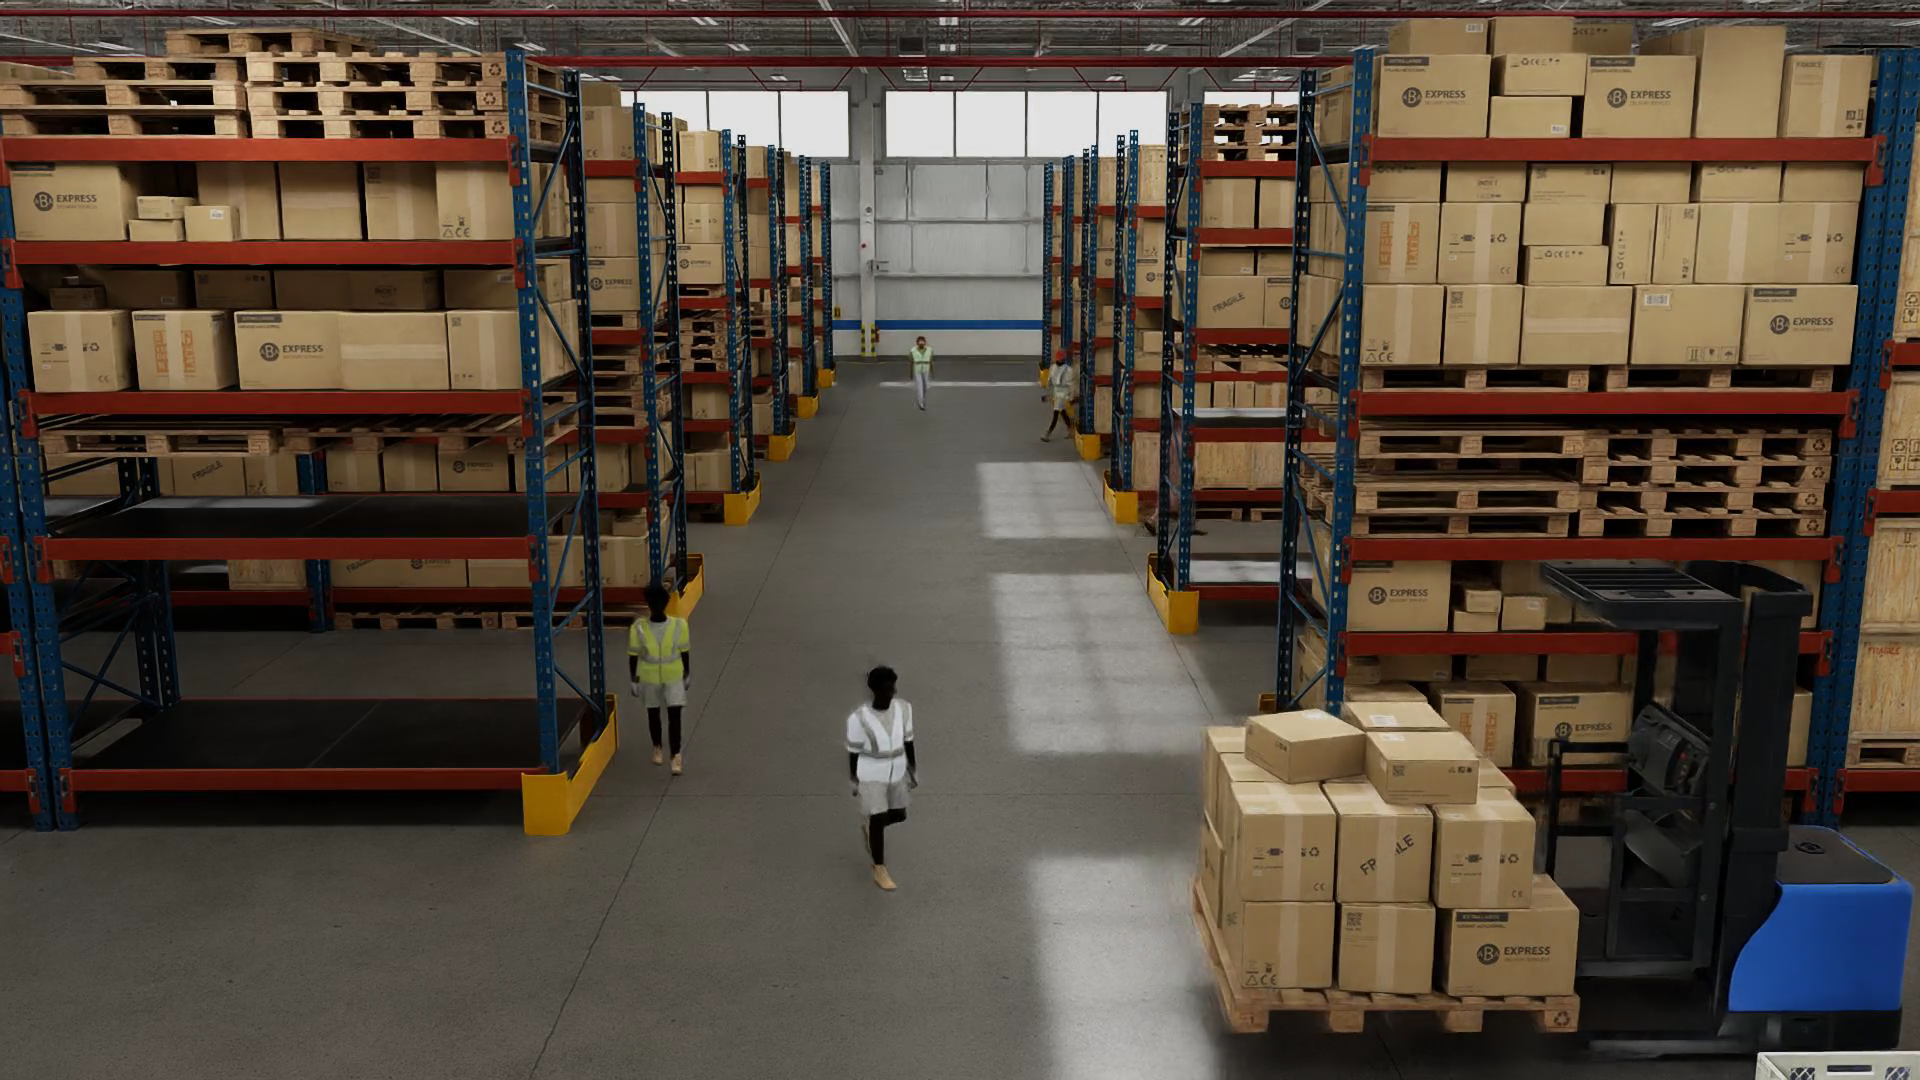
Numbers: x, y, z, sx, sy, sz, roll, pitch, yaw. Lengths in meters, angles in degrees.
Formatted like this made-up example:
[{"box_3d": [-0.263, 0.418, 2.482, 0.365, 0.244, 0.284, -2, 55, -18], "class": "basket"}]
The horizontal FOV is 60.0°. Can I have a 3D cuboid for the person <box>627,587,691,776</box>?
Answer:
[{"box_3d": [-2.627, 1.245, 14.565, 0.546, 1.662, 0.833, -2, 12, -9], "class": "person"}]

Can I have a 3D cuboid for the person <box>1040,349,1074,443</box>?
[{"box_3d": [2.111, -3.063, 35.165, 1.058, 1.973, 0.720, -8, 14, -34], "class": "person"}]

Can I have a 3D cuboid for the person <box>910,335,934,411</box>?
[{"box_3d": [-0.944, -4.089, 40.570, 0.595, 1.827, 0.581, -4, 12, -18], "class": "person"}]

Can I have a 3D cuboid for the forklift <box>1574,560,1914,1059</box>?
[{"box_3d": [4.592, 1.562, 9.961, 1.873, 2.768, 1.129, 0, 11, -1], "class": "forklift"}]

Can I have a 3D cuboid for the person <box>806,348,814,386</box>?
[{"box_3d": [-3.960, -4.326, 41.666, 0.619, 1.874, 0.917, 3, 12, 15], "class": "person"}]

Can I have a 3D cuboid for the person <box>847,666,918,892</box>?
[{"box_3d": [-0.620, 1.702, 12.254, 0.547, 1.673, 0.613, -8, 14, -33], "class": "person"}]

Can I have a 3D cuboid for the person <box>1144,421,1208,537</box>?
[{"box_3d": [3.252, -0.961, 24.994, 0.904, 1.876, 0.659, 1, 11, 5], "class": "person"}]
